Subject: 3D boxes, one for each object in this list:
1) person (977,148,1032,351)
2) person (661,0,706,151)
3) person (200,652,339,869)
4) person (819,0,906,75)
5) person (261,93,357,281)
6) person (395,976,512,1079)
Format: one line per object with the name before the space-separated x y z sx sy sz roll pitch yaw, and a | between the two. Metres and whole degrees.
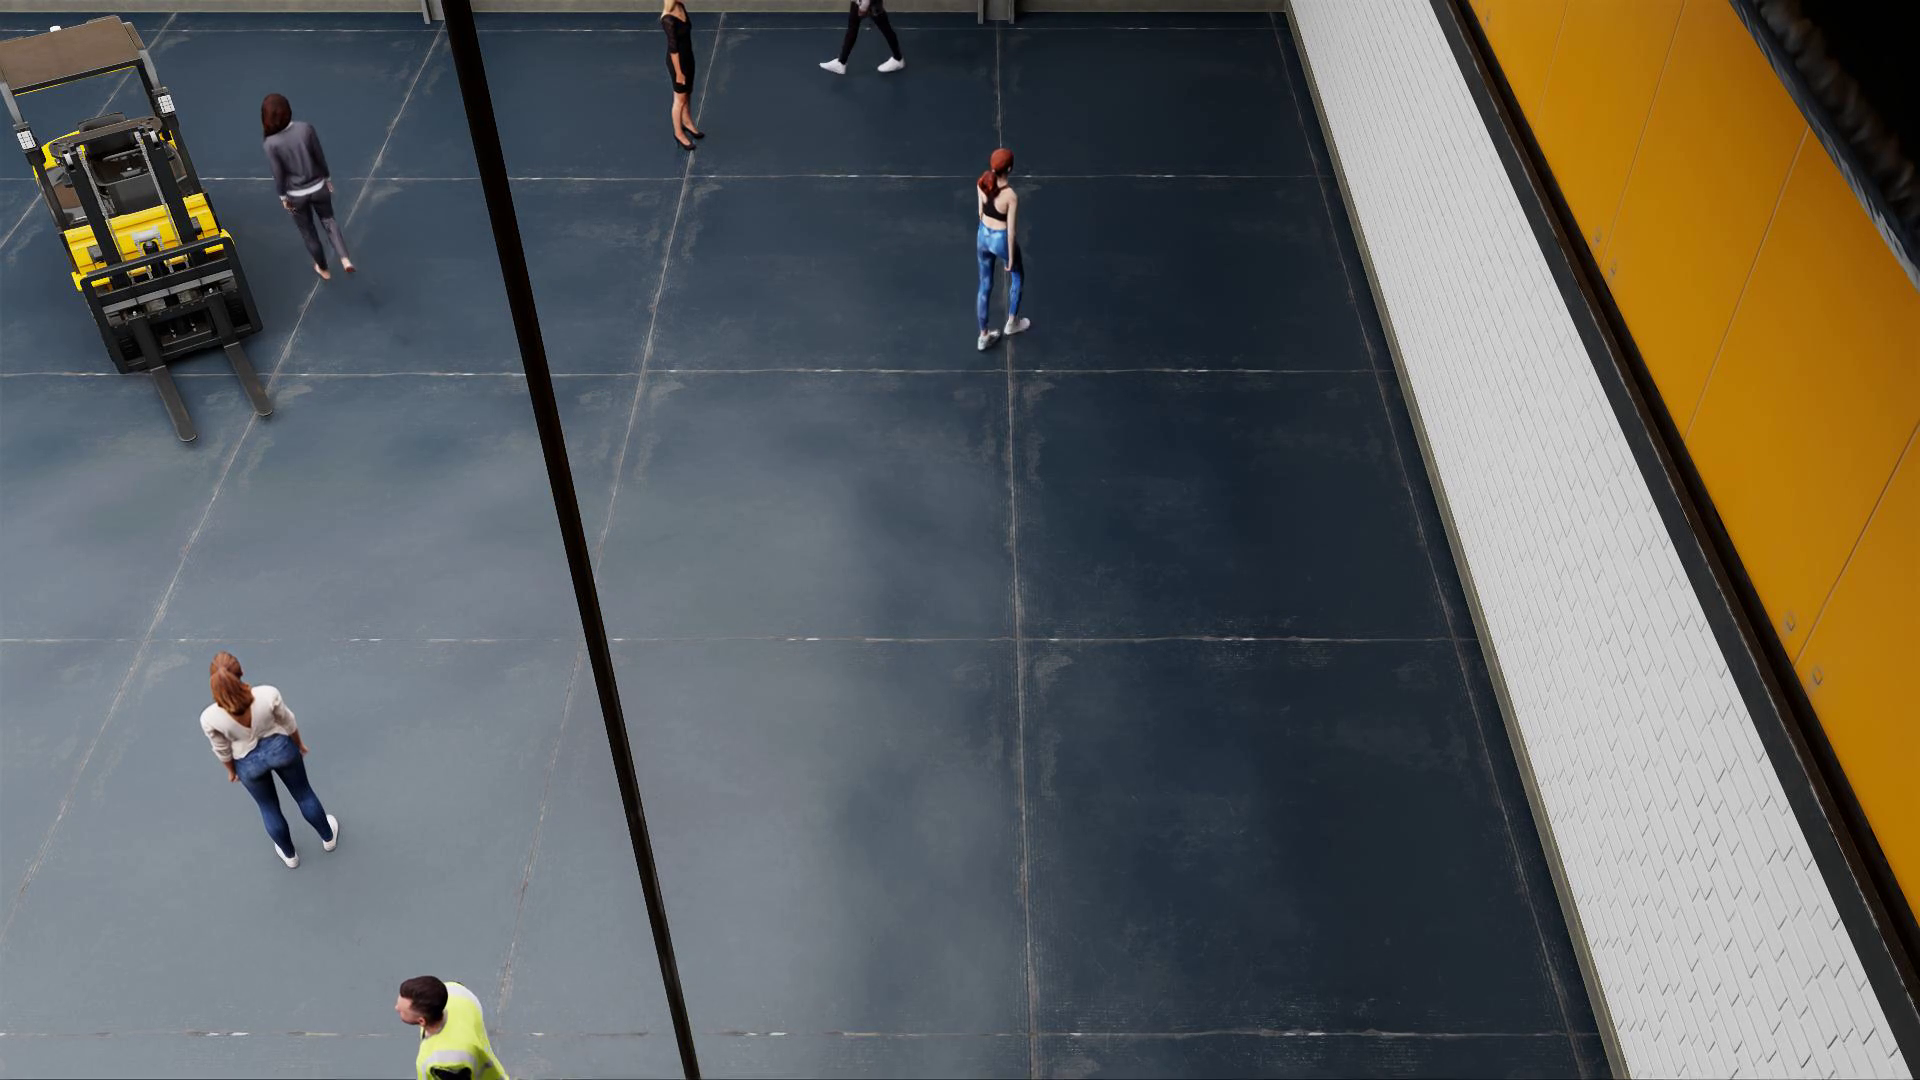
person | 0.239 -2.270 13.253 0.818 1.768 0.850 24 49 23
person | -2.632 -4.491 15.653 0.525 1.674 0.569 6 44 6
person | -3.990 1.267 9.576 0.631 1.719 0.749 -21 47 -21
person | -0.807 -5.443 16.613 1.194 1.728 0.864 -13 45 -13
person | -5.439 -2.906 13.925 0.866 1.762 0.916 -30 51 -28
person | -2.303 2.658 8.058 1.131 1.798 0.792 -4 44 -5
